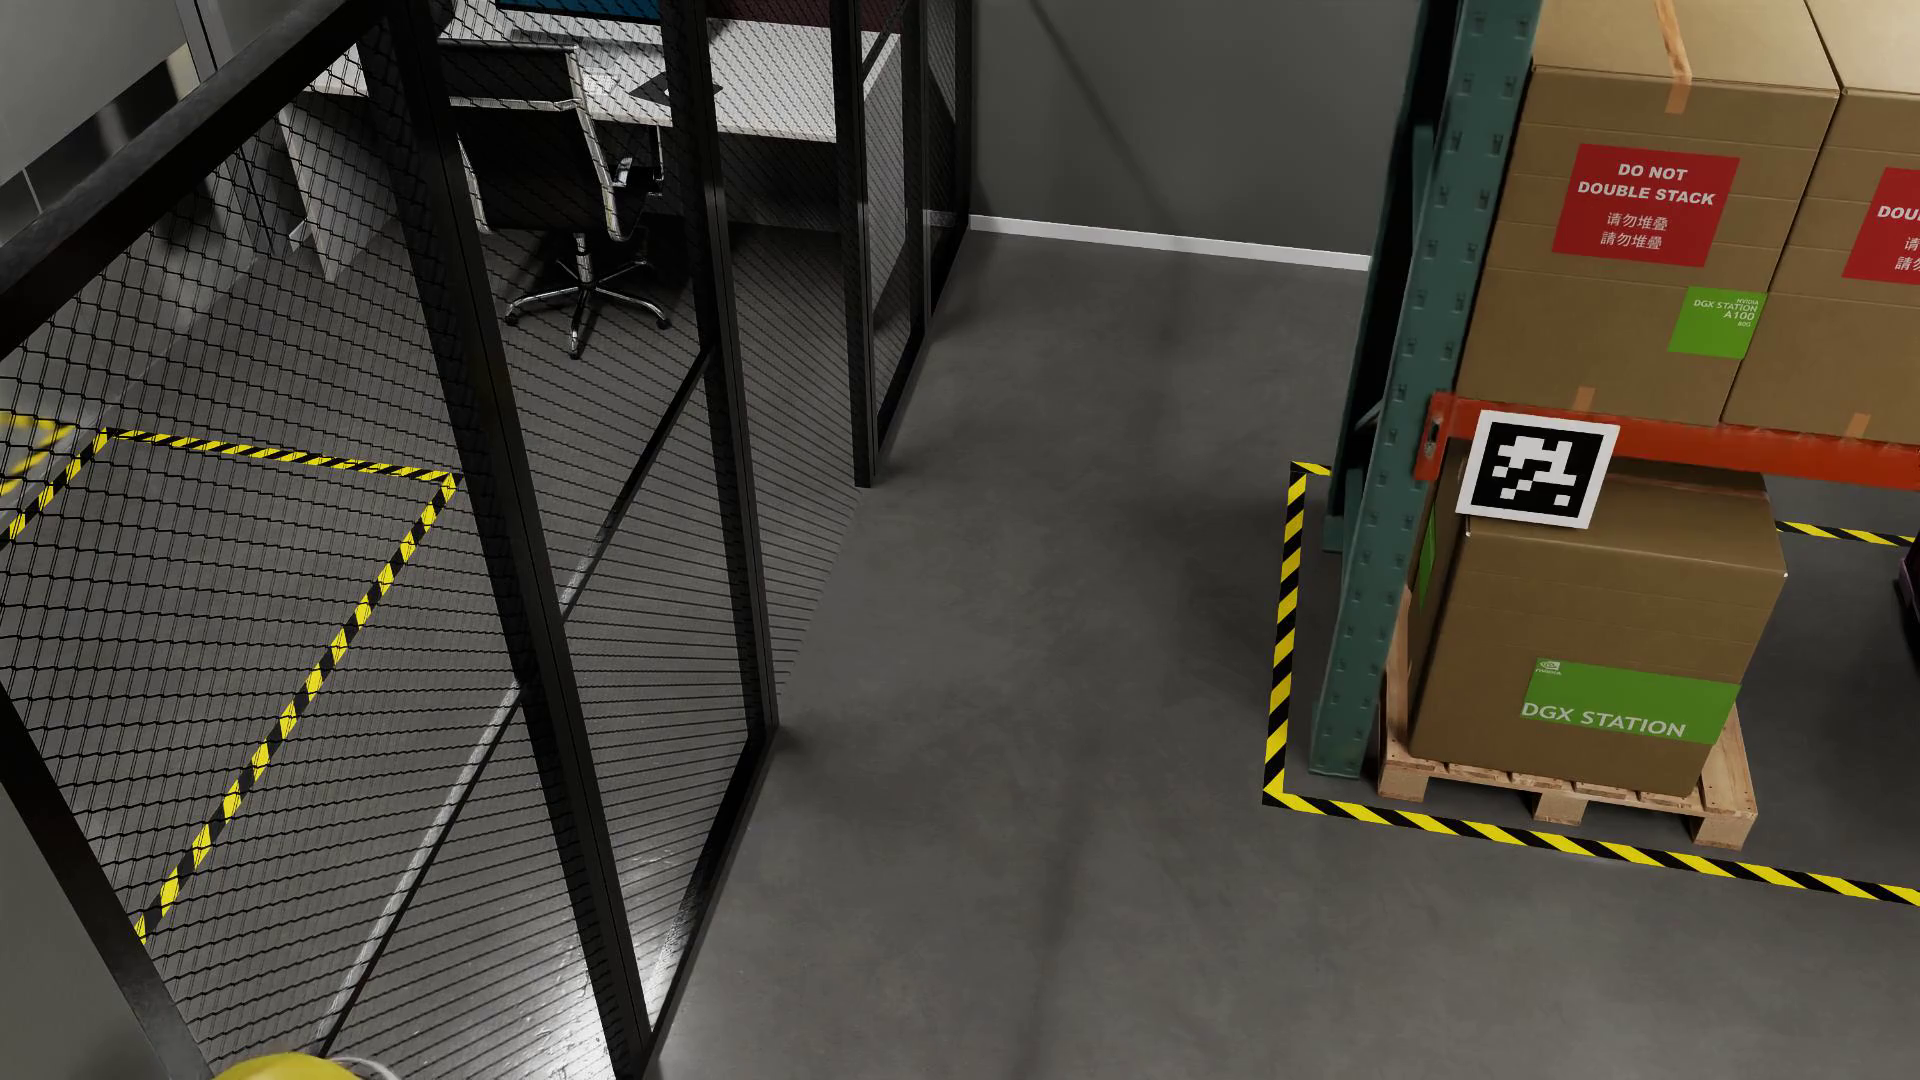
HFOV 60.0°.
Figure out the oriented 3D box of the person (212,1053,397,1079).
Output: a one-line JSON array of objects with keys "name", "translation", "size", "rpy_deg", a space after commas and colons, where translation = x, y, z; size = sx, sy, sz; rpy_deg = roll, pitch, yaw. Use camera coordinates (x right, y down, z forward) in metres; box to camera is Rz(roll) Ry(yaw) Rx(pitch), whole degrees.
[{"name": "person", "translation": [-0.679, 1.225, 2.166], "size": [0.600, 1.831, 0.404], "rpy_deg": [12, 42, 14]}]
